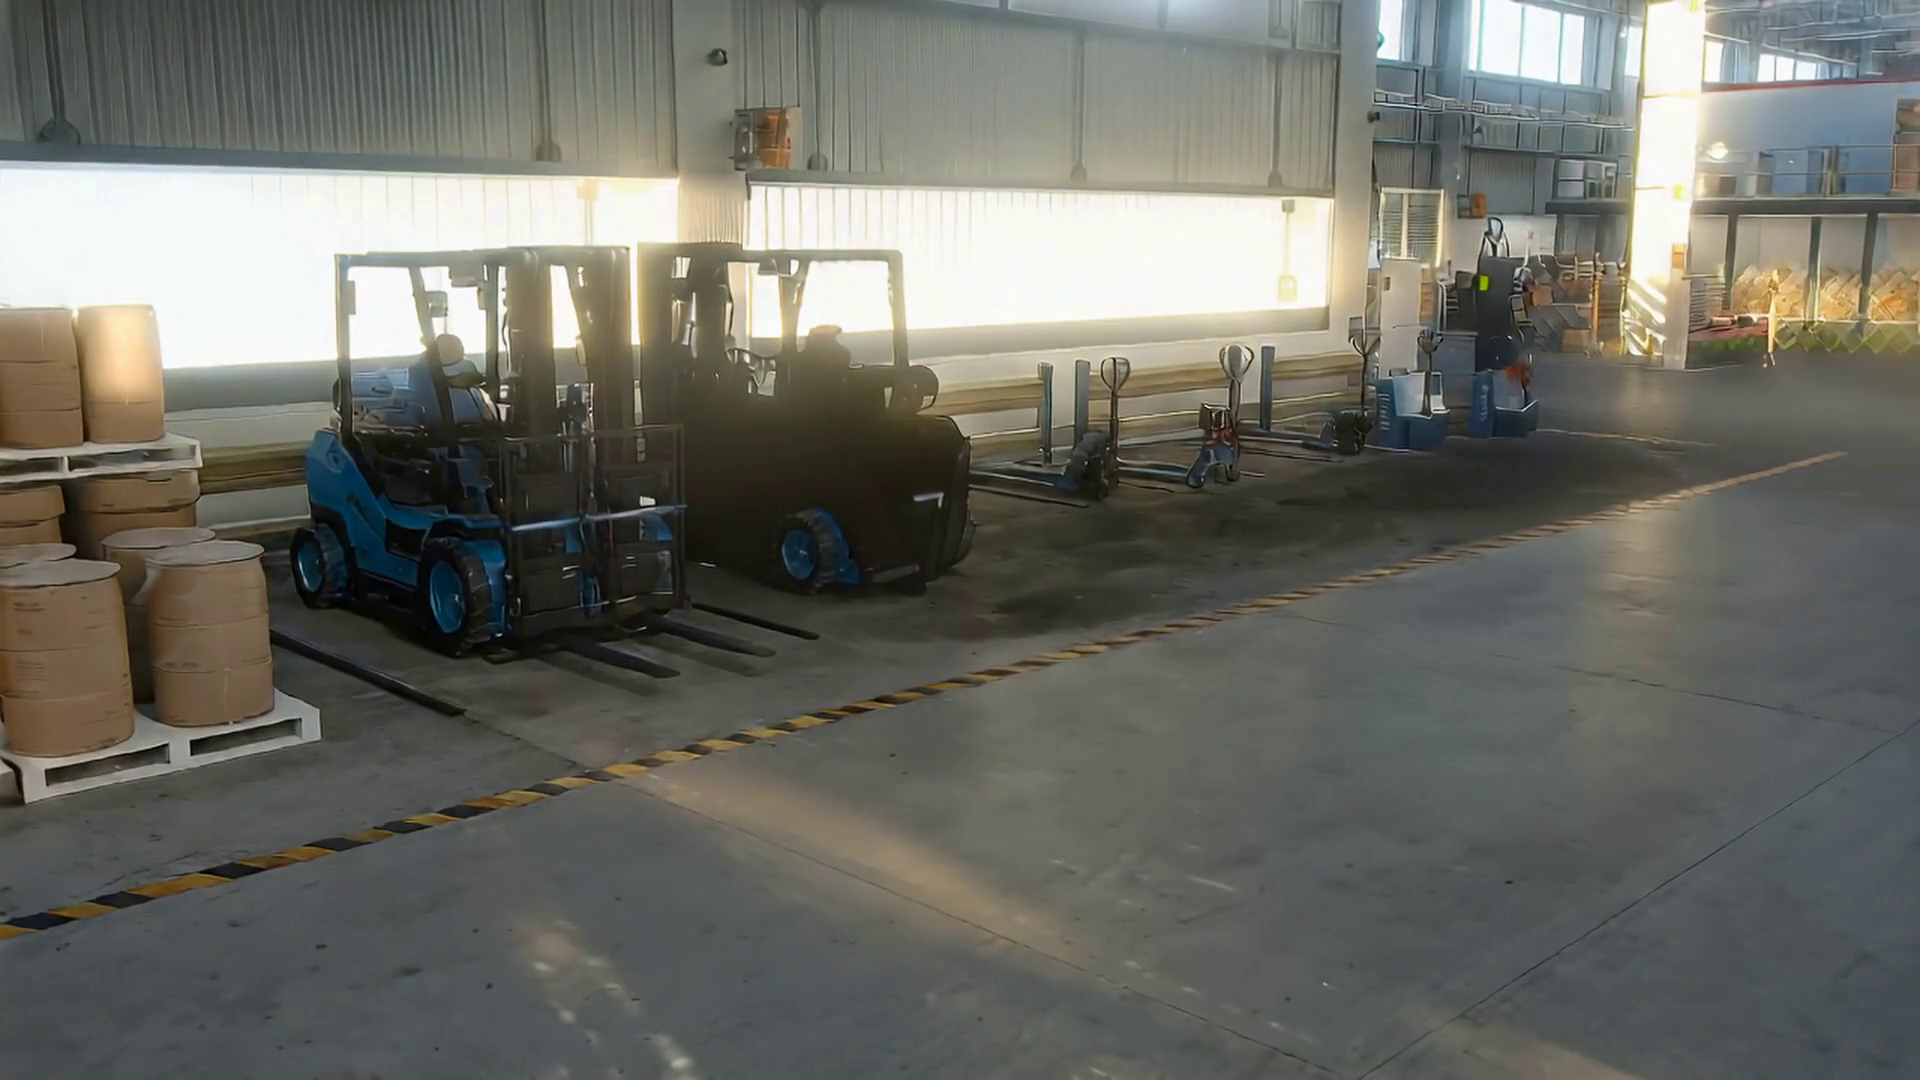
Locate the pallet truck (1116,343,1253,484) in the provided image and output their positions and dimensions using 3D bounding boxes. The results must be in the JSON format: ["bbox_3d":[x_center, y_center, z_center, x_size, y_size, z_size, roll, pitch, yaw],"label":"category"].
[{"bbox_3d":[1.962,-1.215,15.415,1.522,1.261,0.704,10,14,43],"label":"pallet truck"}]

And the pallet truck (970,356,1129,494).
[{"bbox_3d":[0.784,-1.085,14.876,0.680,1.201,1.601,-10,14,-44],"label":"pallet truck"}]

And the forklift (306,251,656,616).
[{"bbox_3d":[-2.833,-0.669,9.694,1.157,1.987,2.680,-10,14,-44],"label":"forklift"}]

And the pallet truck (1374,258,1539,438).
[{"bbox_3d":[5.704,-2.208,18.901,1.885,1.965,0.823,10,14,43],"label":"pallet truck"}]

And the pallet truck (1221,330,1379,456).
[{"bbox_3d":[3.563,-1.581,17.381,0.653,1.274,1.630,-10,14,-44],"label":"pallet truck"}]

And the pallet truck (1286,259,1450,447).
[{"bbox_3d":[4.493,-2.078,18.196,0.823,1.965,1.885,-9,14,-40],"label":"pallet truck"}]

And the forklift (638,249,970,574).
[{"bbox_3d":[-1.173,-0.958,11.239,2.680,1.987,1.157,10,14,43],"label":"forklift"}]
